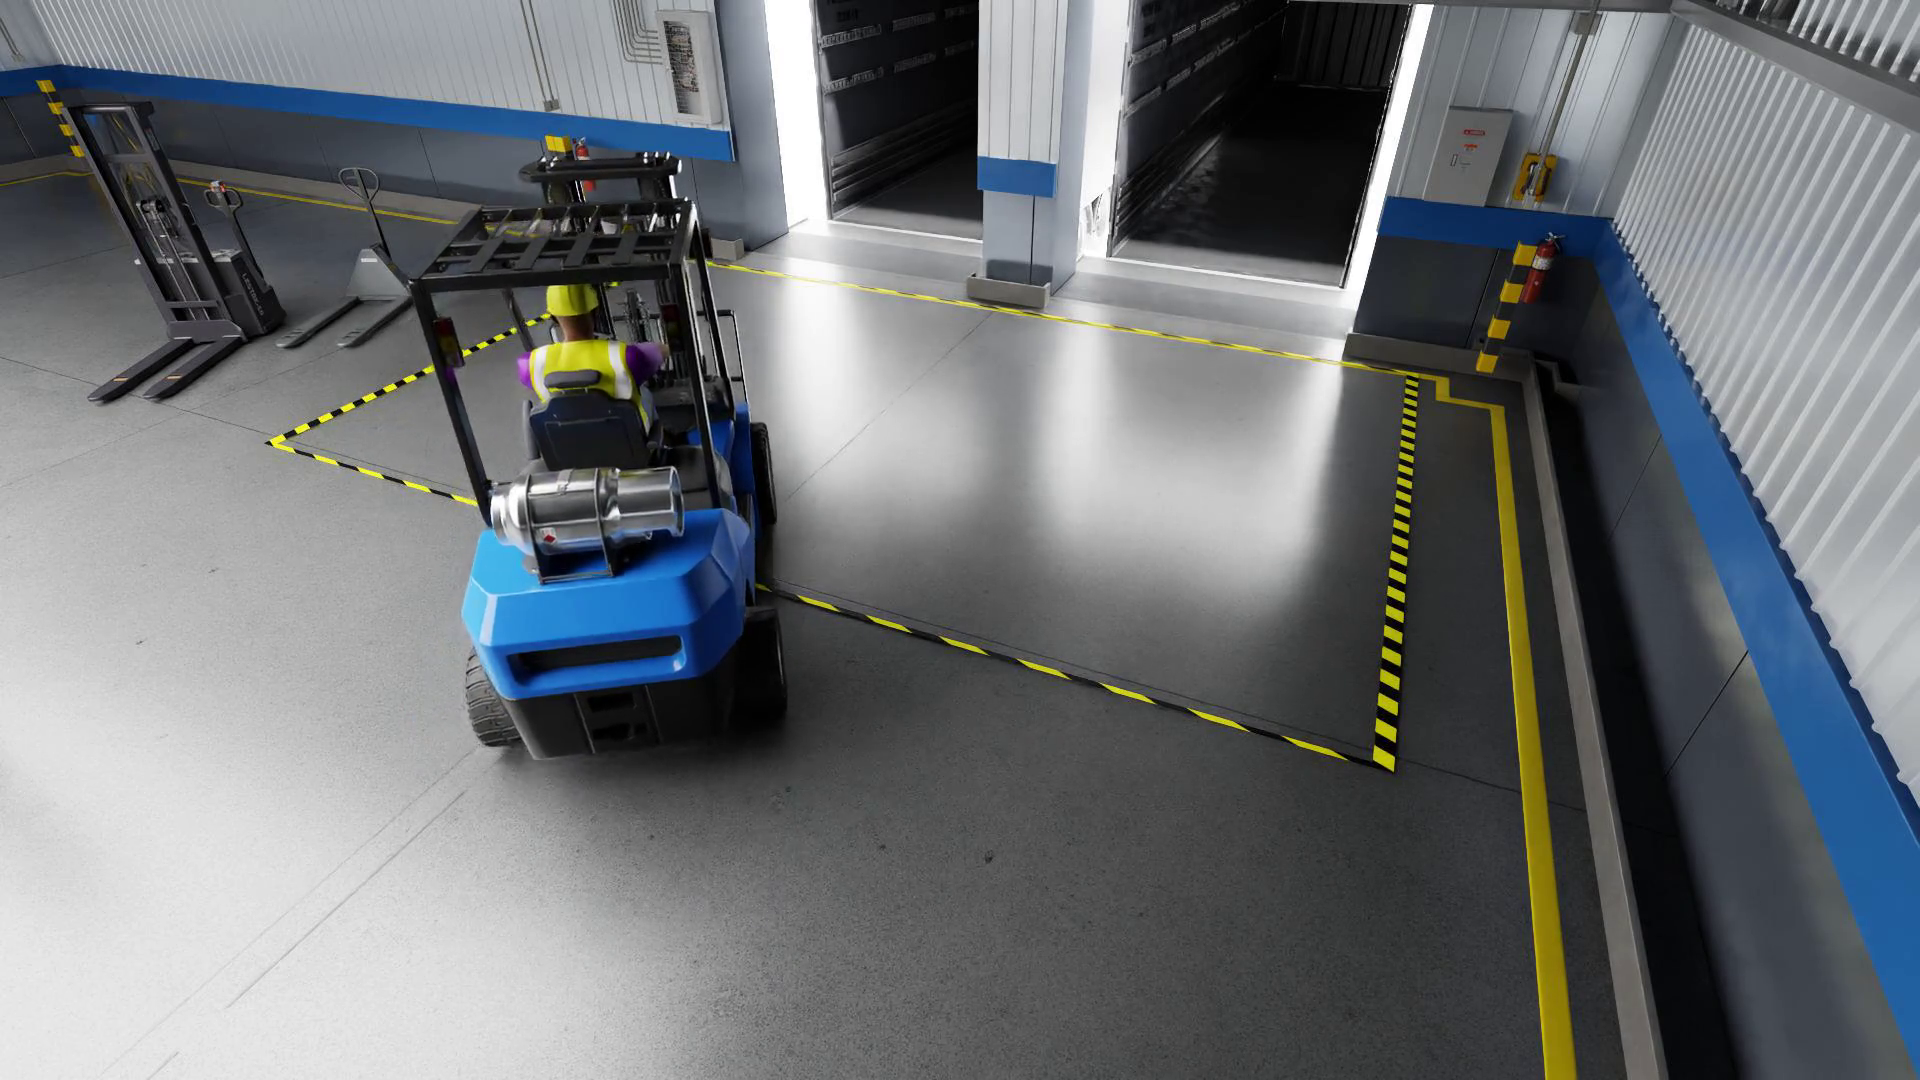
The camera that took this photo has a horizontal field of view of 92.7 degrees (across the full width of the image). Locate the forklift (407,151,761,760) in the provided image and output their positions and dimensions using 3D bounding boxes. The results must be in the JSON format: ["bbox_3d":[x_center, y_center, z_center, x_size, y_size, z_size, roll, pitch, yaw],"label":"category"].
[{"bbox_3d":[-1.692,-0.583,4.543,1.157,2.036,2.680,-6,35,-8],"label":"forklift"}]

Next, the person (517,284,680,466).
[{"bbox_3d":[-1.695,-0.770,4.485,0.635,1.293,1.004,-6,35,-8],"label":"person"}]

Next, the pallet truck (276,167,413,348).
[{"bbox_3d":[-5.732,-2.611,8.414,0.680,1.201,1.601,-1,35,-1],"label":"pallet truck"}]

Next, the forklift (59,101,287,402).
[{"bbox_3d":[-6.686,-2.387,7.434,0.823,1.965,1.885,-3,35,-5],"label":"forklift"}]
